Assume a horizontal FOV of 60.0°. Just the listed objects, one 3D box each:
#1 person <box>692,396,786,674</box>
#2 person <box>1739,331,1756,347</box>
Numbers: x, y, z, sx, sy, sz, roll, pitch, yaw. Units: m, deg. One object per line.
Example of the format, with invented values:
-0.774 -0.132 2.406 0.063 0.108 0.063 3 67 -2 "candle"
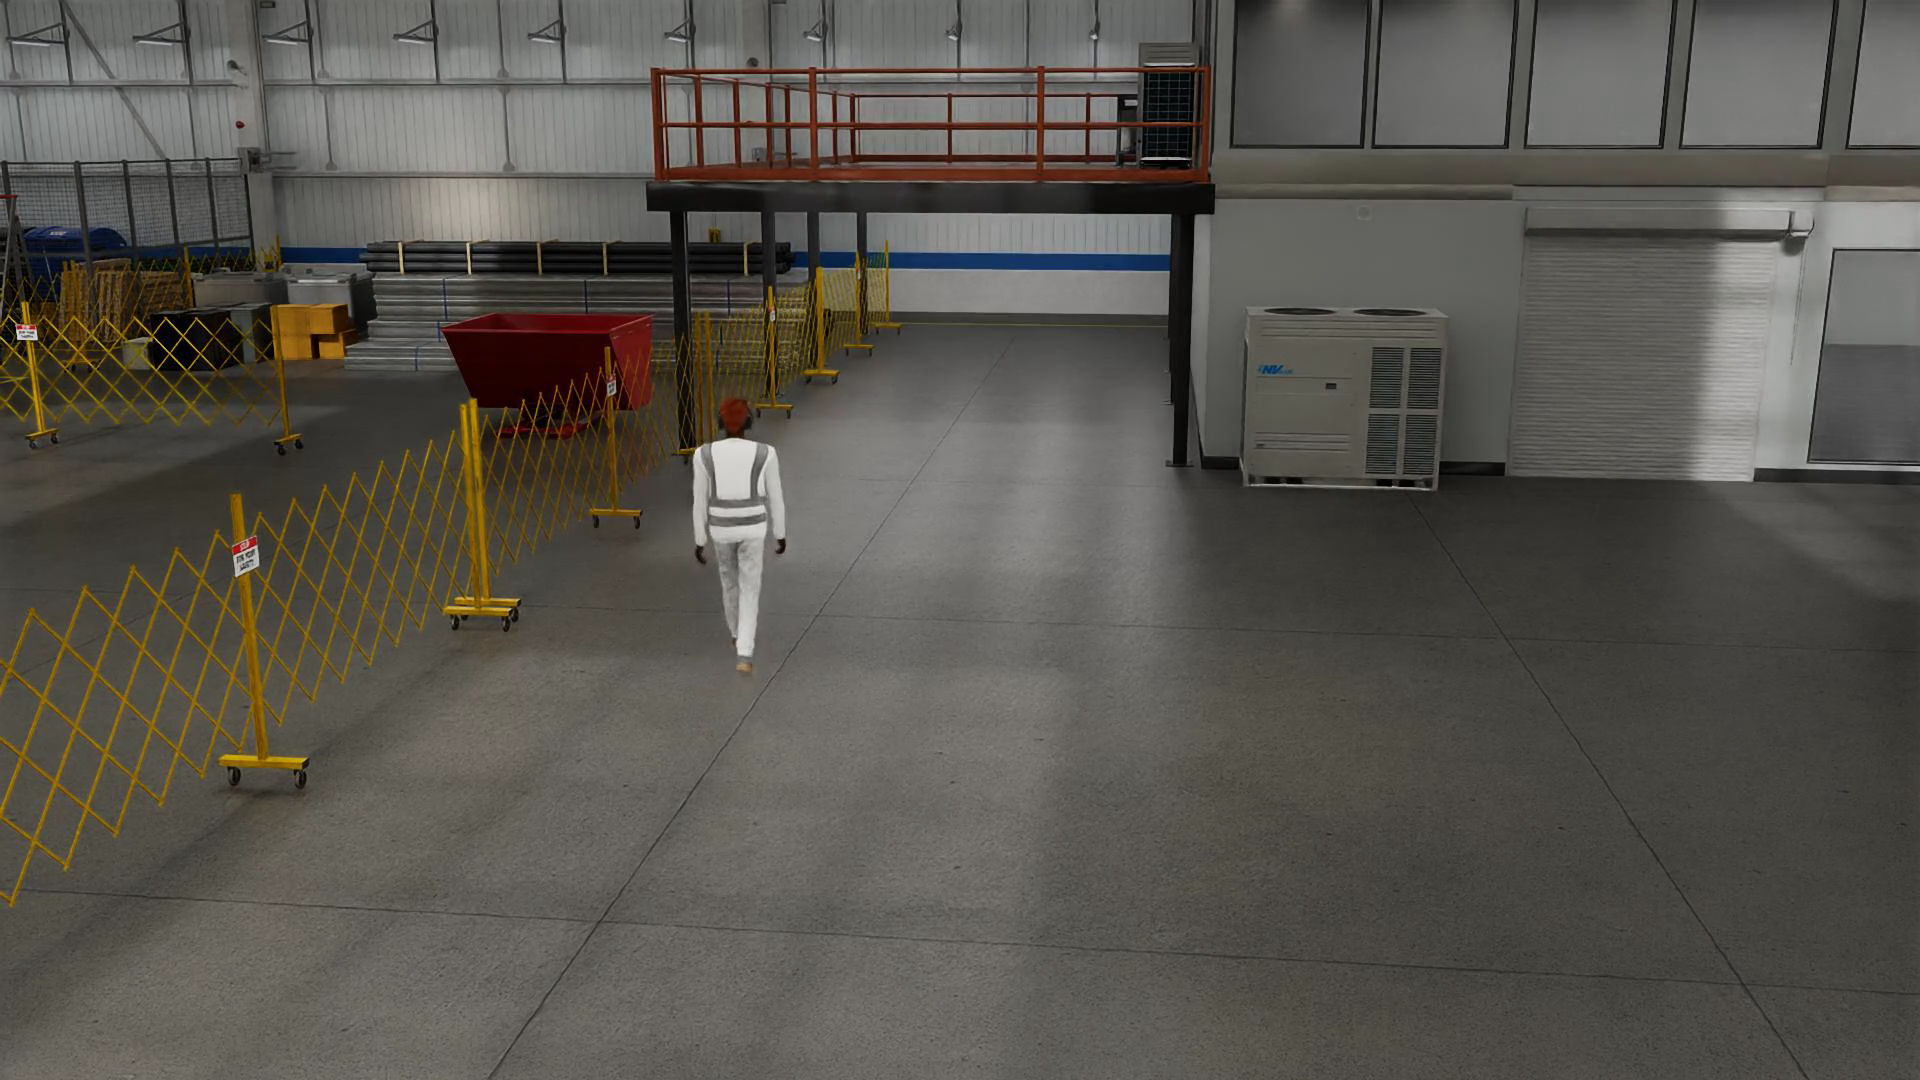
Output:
-1.486 -0.046 11.182 0.591 1.840 1.002 0 14 1 "person"
9.933 -2.427 20.787 0.799 1.882 0.650 -5 15 -19 "person"
